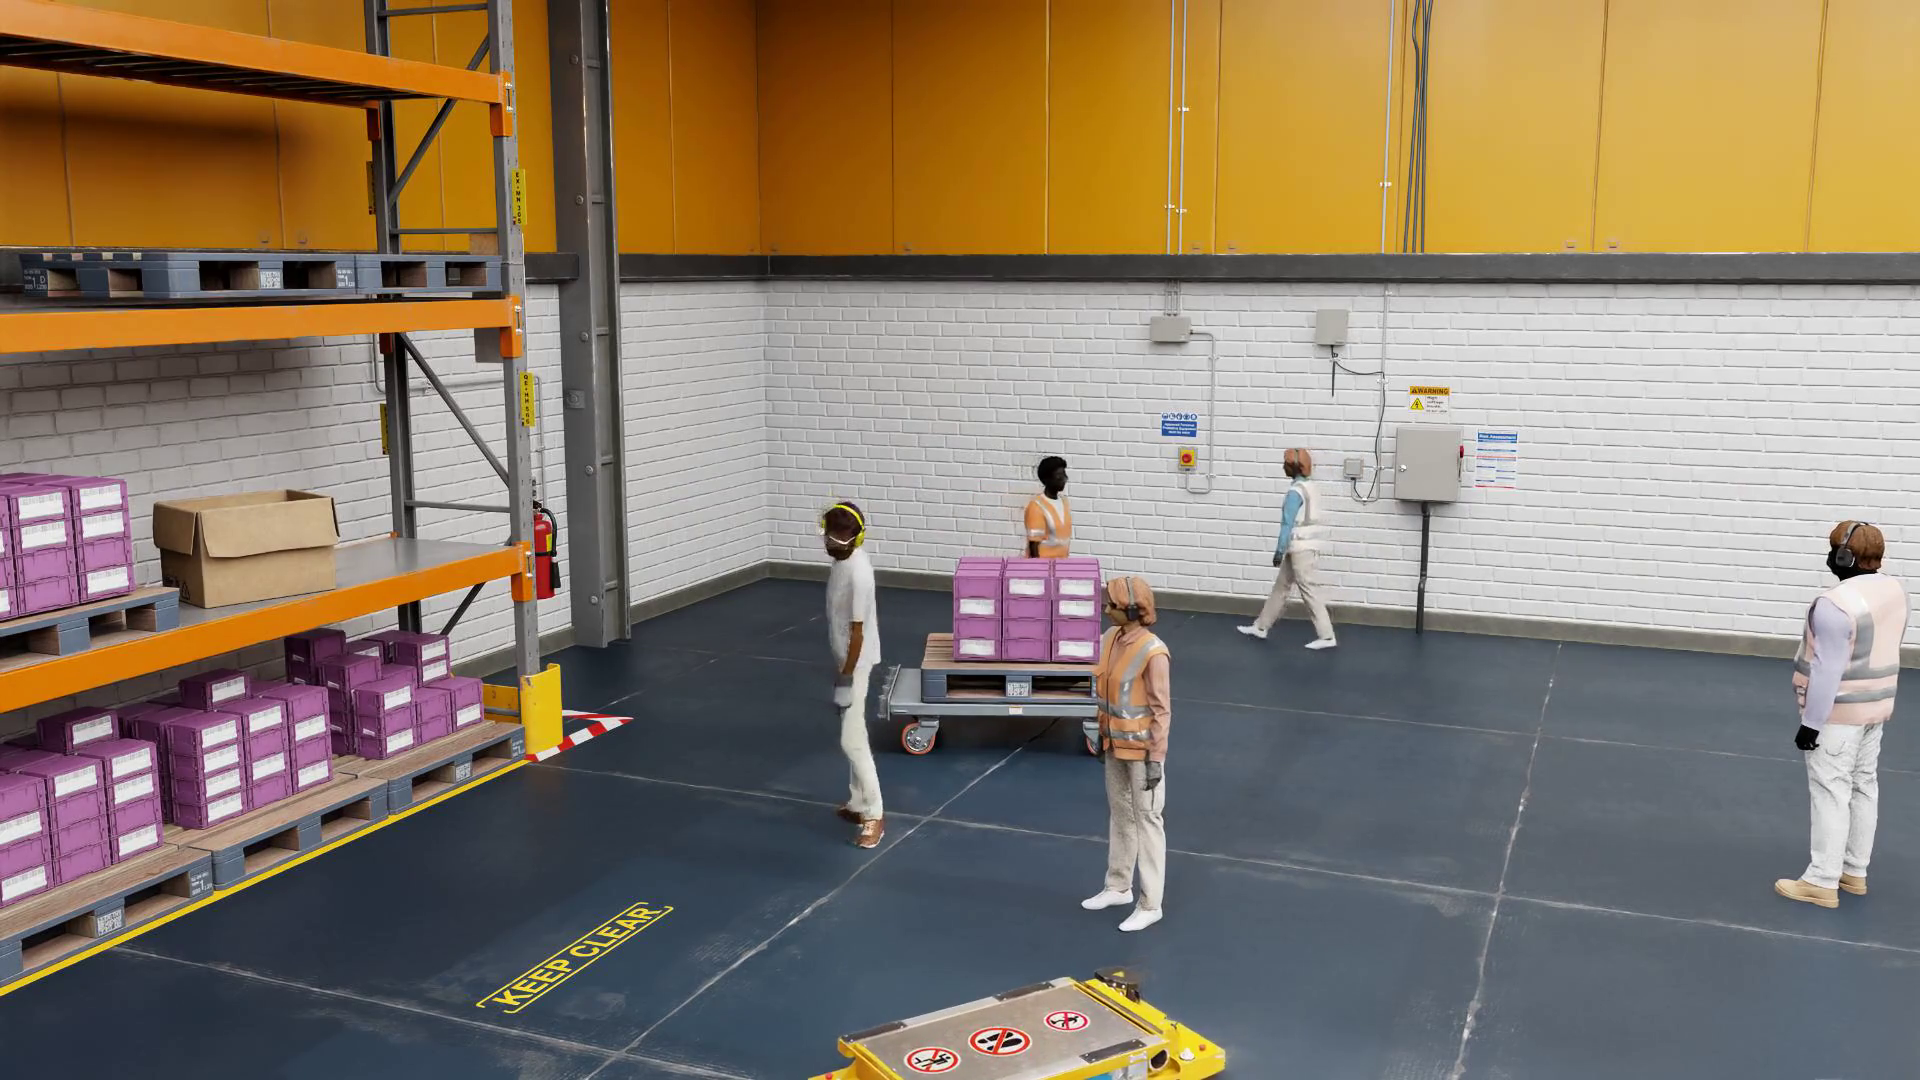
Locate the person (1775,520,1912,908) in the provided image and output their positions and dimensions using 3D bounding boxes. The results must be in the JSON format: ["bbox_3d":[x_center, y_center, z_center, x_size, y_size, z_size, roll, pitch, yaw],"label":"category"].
[{"bbox_3d":[4.196,0.819,7.922,0.629,1.843,0.429,-6,11,-33],"label":"person"}]

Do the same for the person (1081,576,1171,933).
[{"bbox_3d":[0.788,0.969,7.635,0.314,1.636,0.514,-4,10,-24],"label":"person"}]

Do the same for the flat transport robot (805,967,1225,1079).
[{"bbox_3d":[0.211,1.903,6.100,1.431,0.197,0.652,-6,11,-31],"label":"flat transport robot"}]

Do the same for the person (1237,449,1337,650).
[{"bbox_3d":[2.642,0.067,13.239,0.842,1.589,0.529,4,10,21],"label":"person"}]

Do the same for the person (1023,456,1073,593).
[{"bbox_3d":[0.600,0.184,12.378,0.898,1.655,0.537,7,12,38],"label":"person"}]

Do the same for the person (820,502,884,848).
[{"bbox_3d":[-0.596,0.677,8.847,0.335,1.831,0.656,-2,10,-11],"label":"person"}]
